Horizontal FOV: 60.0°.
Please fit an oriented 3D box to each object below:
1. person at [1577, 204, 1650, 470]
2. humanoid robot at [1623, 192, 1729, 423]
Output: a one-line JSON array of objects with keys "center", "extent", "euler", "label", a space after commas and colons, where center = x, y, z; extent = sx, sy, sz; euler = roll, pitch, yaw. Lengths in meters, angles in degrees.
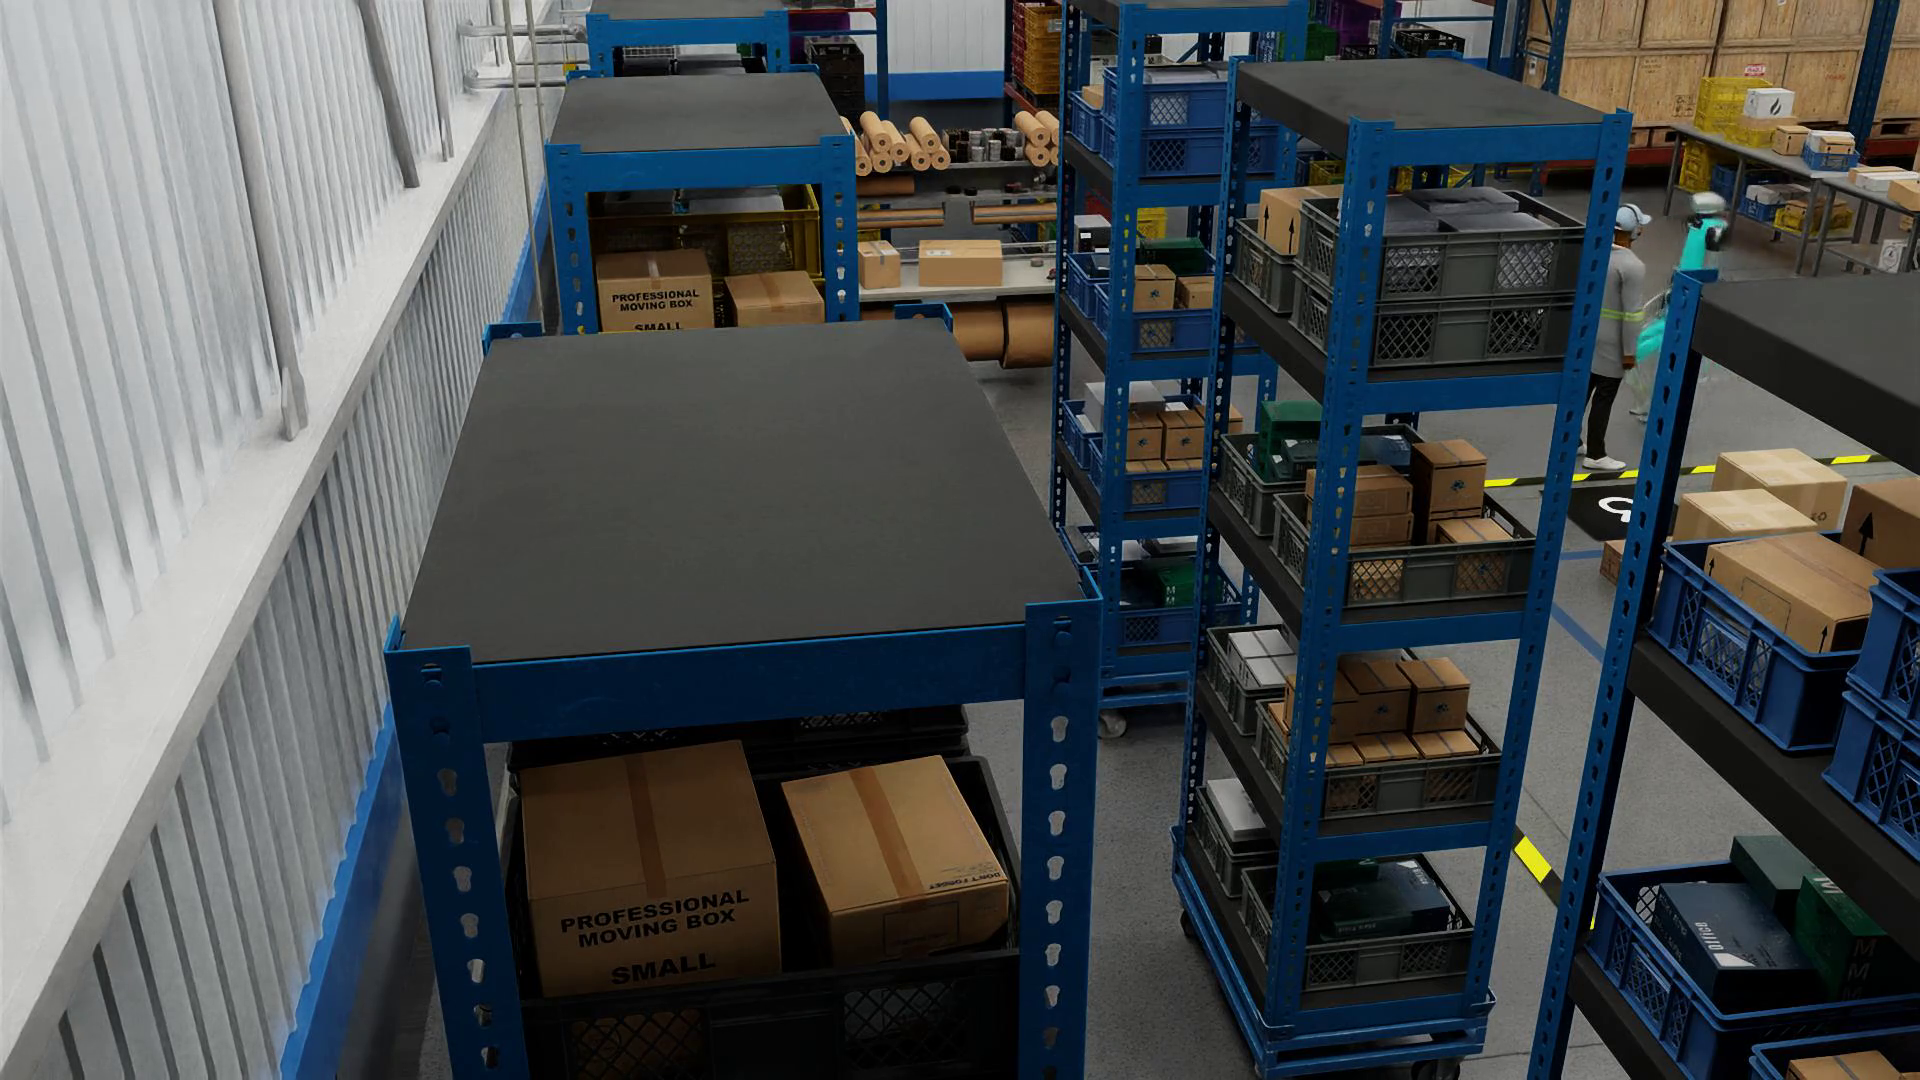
[{"center": [4.465, -1.392, 11.429], "extent": [0.366, 1.852, 0.589], "euler": [-7, 26, -14], "label": "person"}, {"center": [5.038, -1.671, 12.012], "extent": [0.735, 1.677, 0.533], "euler": [3, 25, 7], "label": "humanoid robot"}]
